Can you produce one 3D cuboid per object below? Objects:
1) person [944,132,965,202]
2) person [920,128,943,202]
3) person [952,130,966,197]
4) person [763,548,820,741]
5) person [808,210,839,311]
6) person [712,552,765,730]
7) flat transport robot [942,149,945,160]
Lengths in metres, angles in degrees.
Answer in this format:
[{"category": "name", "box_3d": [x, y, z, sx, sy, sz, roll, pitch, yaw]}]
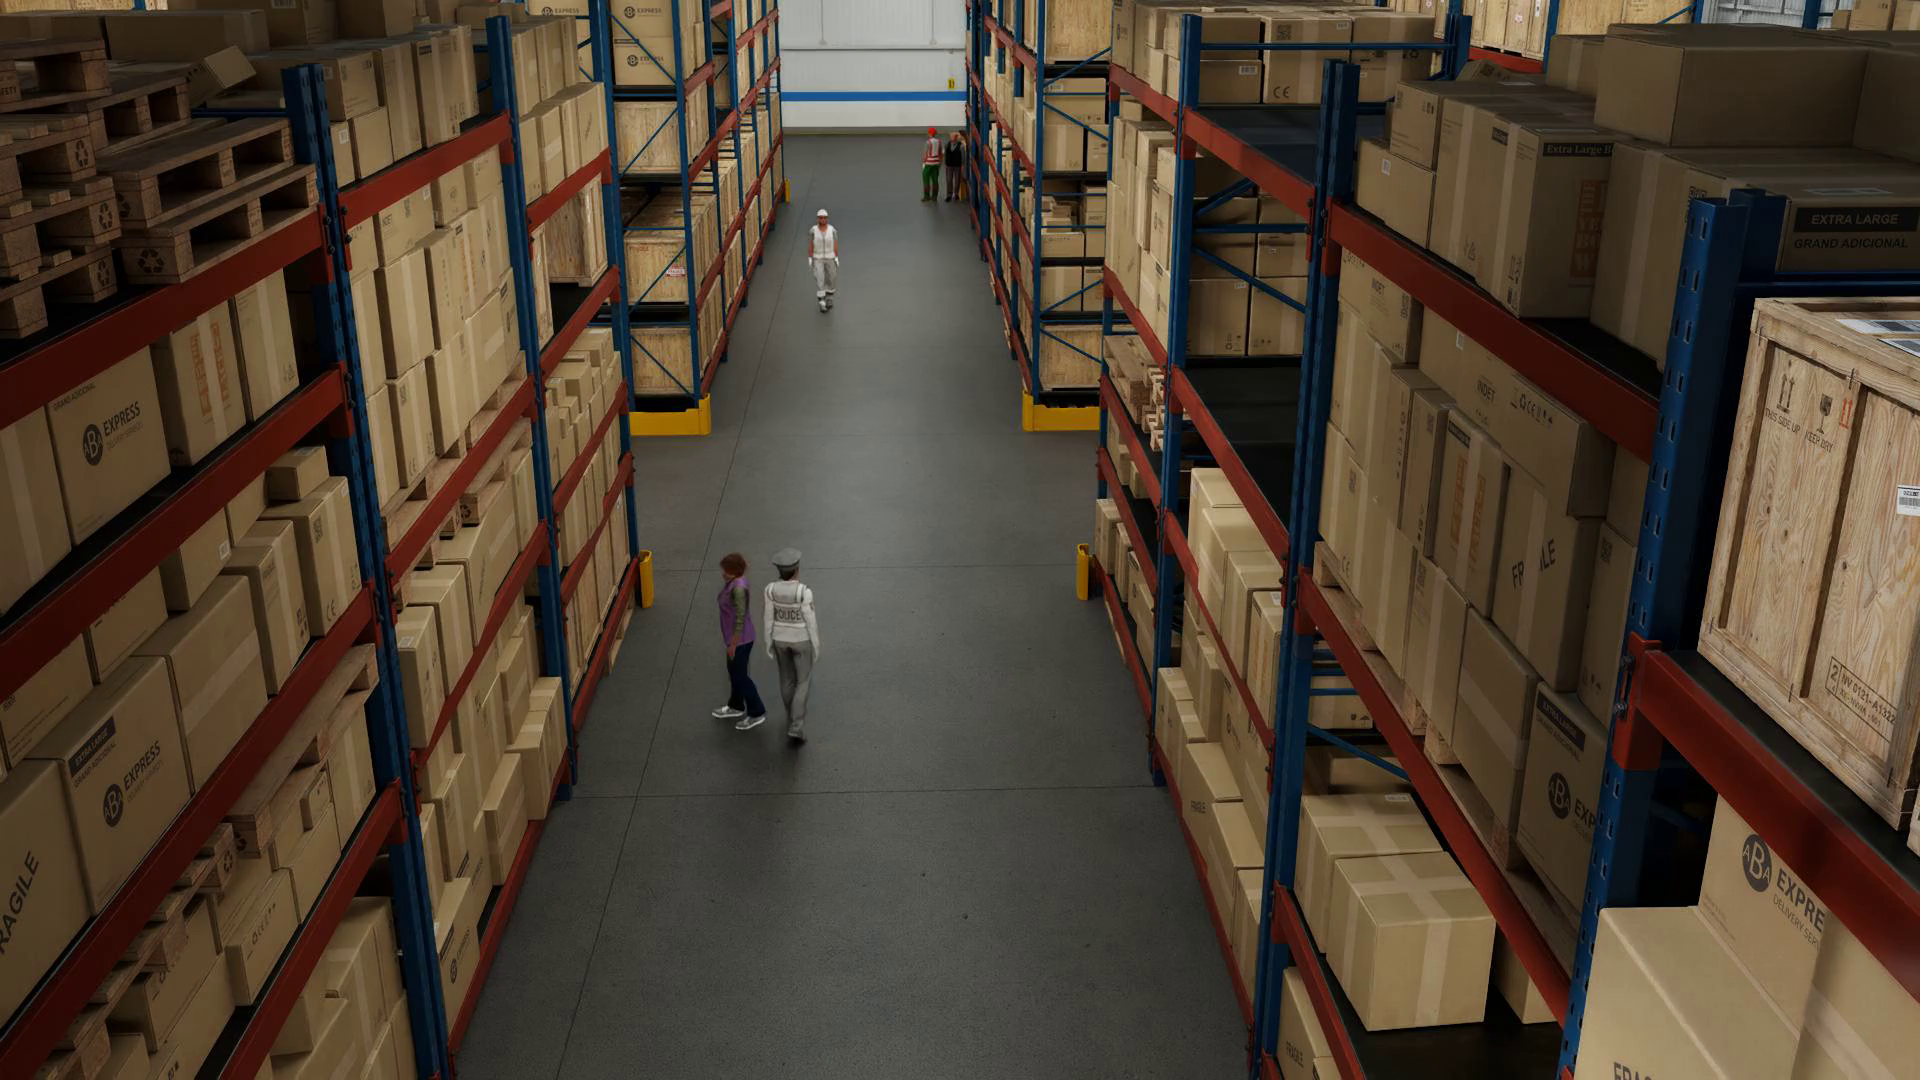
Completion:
[{"category": "person", "box_3d": [-0.140, -9.330, 41.534, 0.554, 1.712, 0.715, 3, 21, 8]}, {"category": "person", "box_3d": [-0.718, -9.405, 41.669, 0.594, 1.811, 0.372, -14, 25, -33]}, {"category": "person", "box_3d": [0.014, -9.585, 42.297, 0.655, 1.670, 0.462, -5, 21, -13]}, {"category": "person", "box_3d": [-1.426, 0.870, 14.291, 0.503, 1.671, 0.743, 5, 21, 14]}, {"category": "person", "box_3d": [-2.448, -5.038, 29.948, 0.538, 1.790, 0.687, -4, 21, -10]}, {"category": "person", "box_3d": [-1.948, 0.866, 14.395, 0.459, 1.618, 0.460, -3, 21, -9]}, {"category": "flat transport robot", "box_3d": [-0.560, -11.398, 49.267, 0.659, 0.255, 1.431, -3, 21, -7]}]
